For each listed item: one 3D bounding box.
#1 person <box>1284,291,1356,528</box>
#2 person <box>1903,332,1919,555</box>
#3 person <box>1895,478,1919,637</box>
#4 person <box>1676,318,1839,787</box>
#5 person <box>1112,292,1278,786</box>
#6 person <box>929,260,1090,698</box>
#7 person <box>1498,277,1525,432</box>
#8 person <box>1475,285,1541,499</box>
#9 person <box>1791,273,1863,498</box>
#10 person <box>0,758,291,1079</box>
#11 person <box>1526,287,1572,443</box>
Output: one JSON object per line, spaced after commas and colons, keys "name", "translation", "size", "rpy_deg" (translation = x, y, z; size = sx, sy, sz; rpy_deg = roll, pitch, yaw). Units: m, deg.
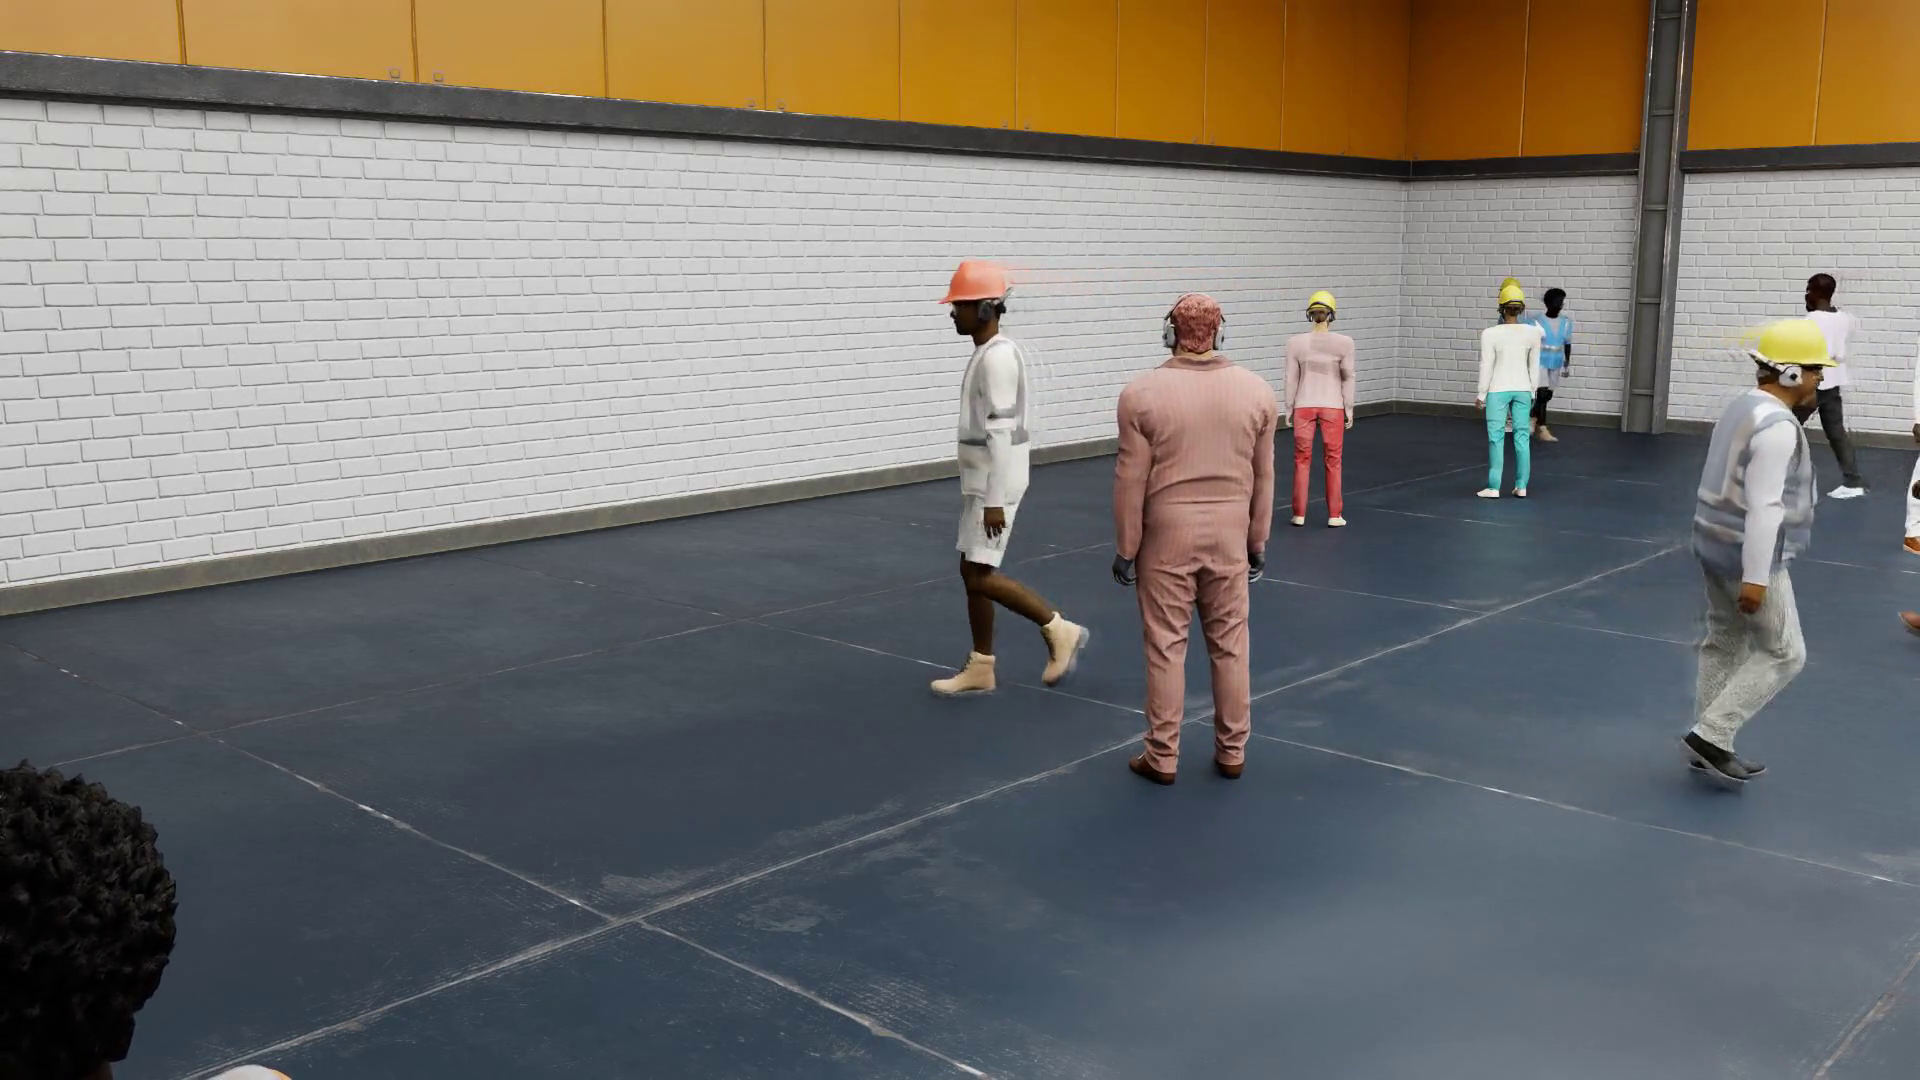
{"name": "person", "translation": [2.672, -0.964, 12.375], "size": [0.523, 1.760, 0.328], "rpy_deg": [3, 10, 18]}
{"name": "person", "translation": [6.715, -0.833, 11.271], "size": [0.585, 1.882, 0.337], "rpy_deg": [-2, 10, -14]}
{"name": "person", "translation": [5.104, -0.298, 8.217], "size": [0.653, 1.886, 1.009], "rpy_deg": [-5, 11, -26]}
{"name": "person", "translation": [3.054, 0.062, 6.377], "size": [0.446, 1.812, 0.613], "rpy_deg": [1, 10, 8]}
{"name": "person", "translation": [0.891, 0.000, 6.466], "size": [0.643, 1.908, 0.399], "rpy_deg": [-2, 10, -11]}
{"name": "person", "translation": [0.208, -0.255, 7.582], "size": [0.630, 2.024, 0.624], "rpy_deg": [-1, 10, -8]}
{"name": "person", "translation": [6.211, -2.095, 18.855], "size": [0.300, 1.745, 0.483], "rpy_deg": [8, 13, 38]}
{"name": "person", "translation": [4.530, -1.215, 13.777], "size": [0.524, 1.769, 0.316], "rpy_deg": [-1, 10, -8]}
{"name": "person", "translation": [7.192, -1.293, 13.947], "size": [0.604, 1.872, 0.988], "rpy_deg": [-6, 12, -30]}
{"name": "person", "translation": [-0.681, 1.007, 1.345], "size": [0.318, 1.691, 0.532], "rpy_deg": [3, 10, 17]}
{"name": "person", "translation": [6.321, -1.916, 18.062], "size": [0.547, 1.663, 0.822], "rpy_deg": [-2, 10, -12]}
